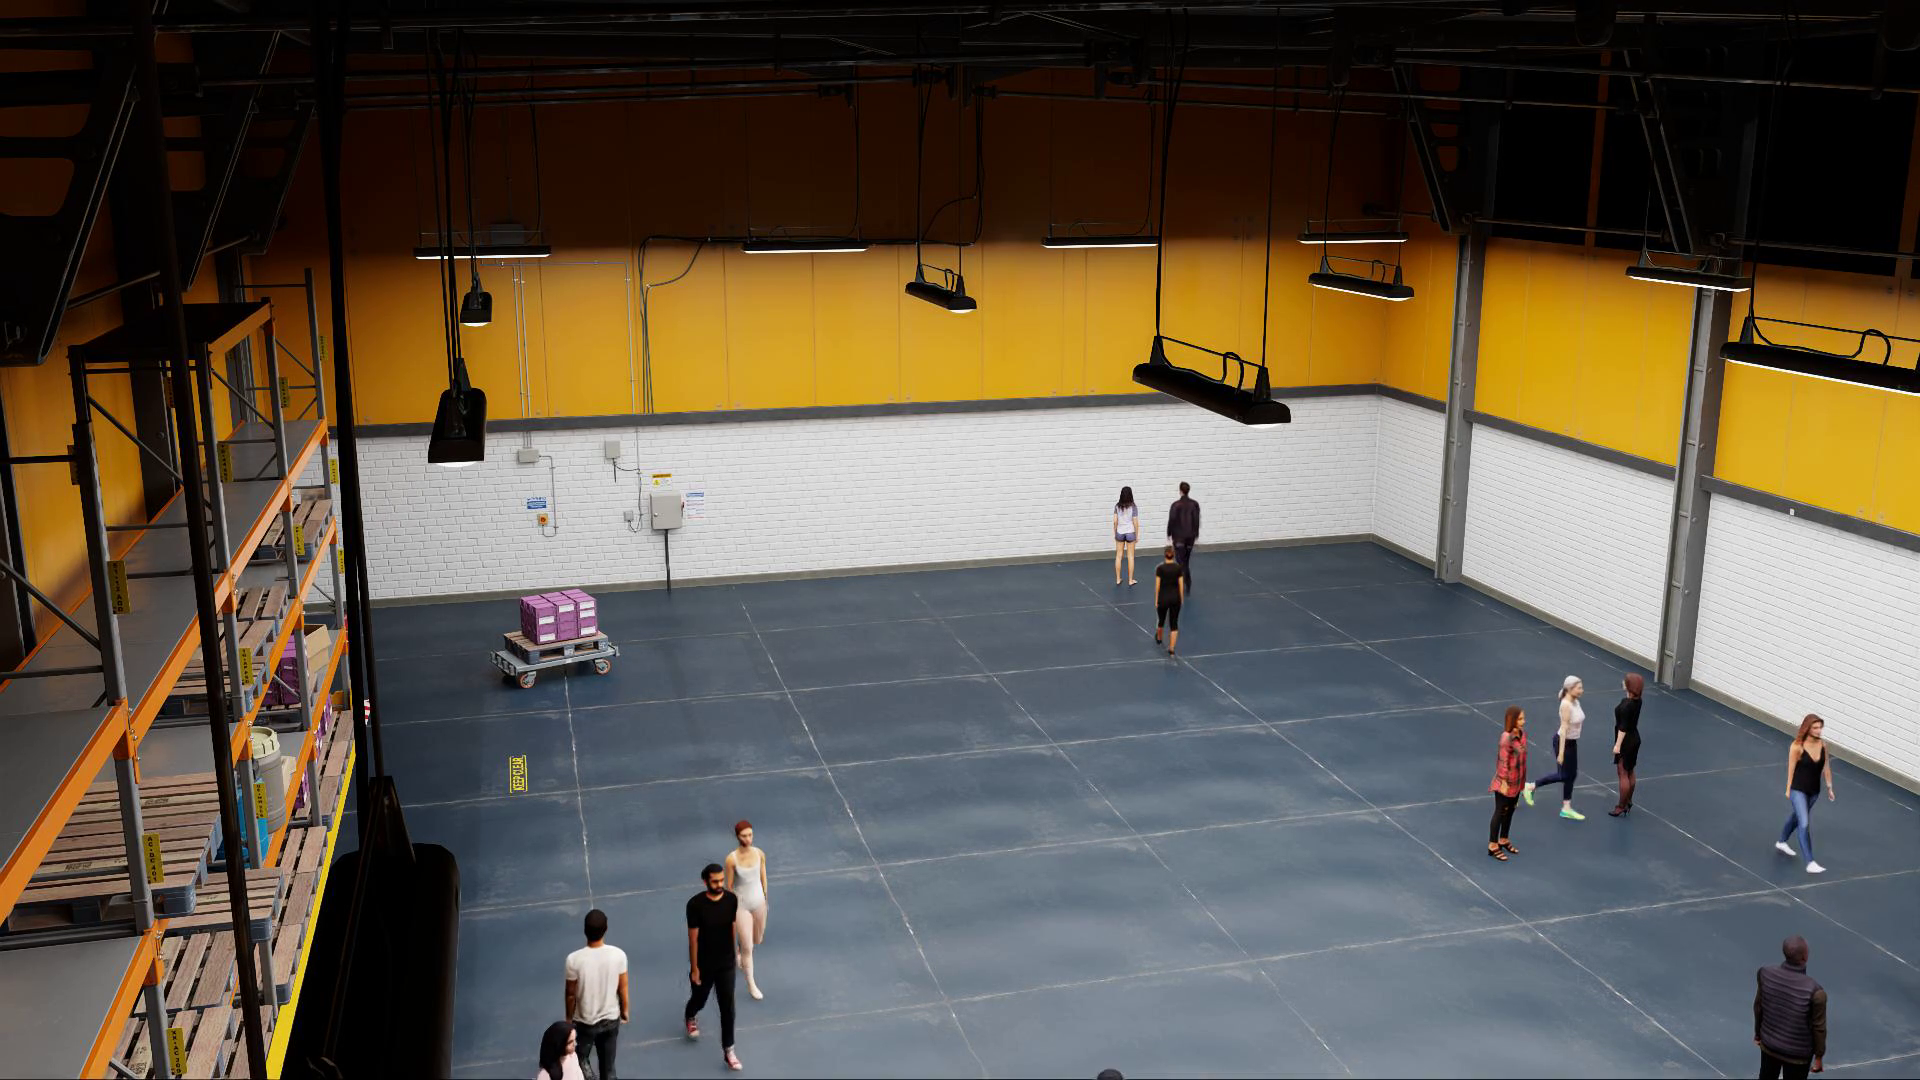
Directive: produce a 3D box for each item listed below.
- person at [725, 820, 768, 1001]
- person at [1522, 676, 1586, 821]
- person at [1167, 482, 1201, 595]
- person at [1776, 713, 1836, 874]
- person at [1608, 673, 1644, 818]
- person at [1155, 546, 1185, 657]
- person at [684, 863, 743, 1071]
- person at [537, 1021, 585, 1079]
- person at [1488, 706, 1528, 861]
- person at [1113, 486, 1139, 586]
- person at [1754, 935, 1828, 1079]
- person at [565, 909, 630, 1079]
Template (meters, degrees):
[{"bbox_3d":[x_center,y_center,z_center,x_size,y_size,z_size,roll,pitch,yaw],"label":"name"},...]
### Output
[{"bbox_3d":[-1.964,3.315,15.141,0.727,1.623,1.000,-8,16,-31],"label":"person"},{"bbox_3d":[6.826,2.354,18.976,1.028,1.687,0.943,9,16,32],"label":"person"},{"bbox_3d":[3.847,-0.006,28.361,0.733,1.857,1.170,-4,14,-17],"label":"person"},{"bbox_3d":[8.972,2.653,17.765,0.574,1.675,1.042,-4,14,-15],"label":"person"},{"bbox_3d":[7.638,2.332,19.026,0.670,1.706,0.657,12,18,40],"label":"person"},{"bbox_3d":[3.149,0.939,24.949,0.775,1.625,1.126,0,14,-1],"label":"person"},{"bbox_3d":[-2.126,3.532,14.013,0.802,1.732,1.185,-7,15,-28],"label":"person"},{"bbox_3d":[-2.836,4.126,11.548,1.073,1.739,1.114,4,14,18],"label":"person"},{"bbox_3d":[5.926,2.597,17.940,0.703,1.703,0.712,-13,19,-43],"label":"person"},{"bbox_3d":[2.887,-0.090,28.971,0.657,1.733,0.681,5,15,20],"label":"person"},{"bbox_3d":[6.237,3.830,12.565,0.823,1.836,0.653,-10,17,-35],"label":"person"},{"bbox_3d":[-2.817,3.761,12.933,0.730,1.796,0.780,-6,15,-24],"label":"person"}]
